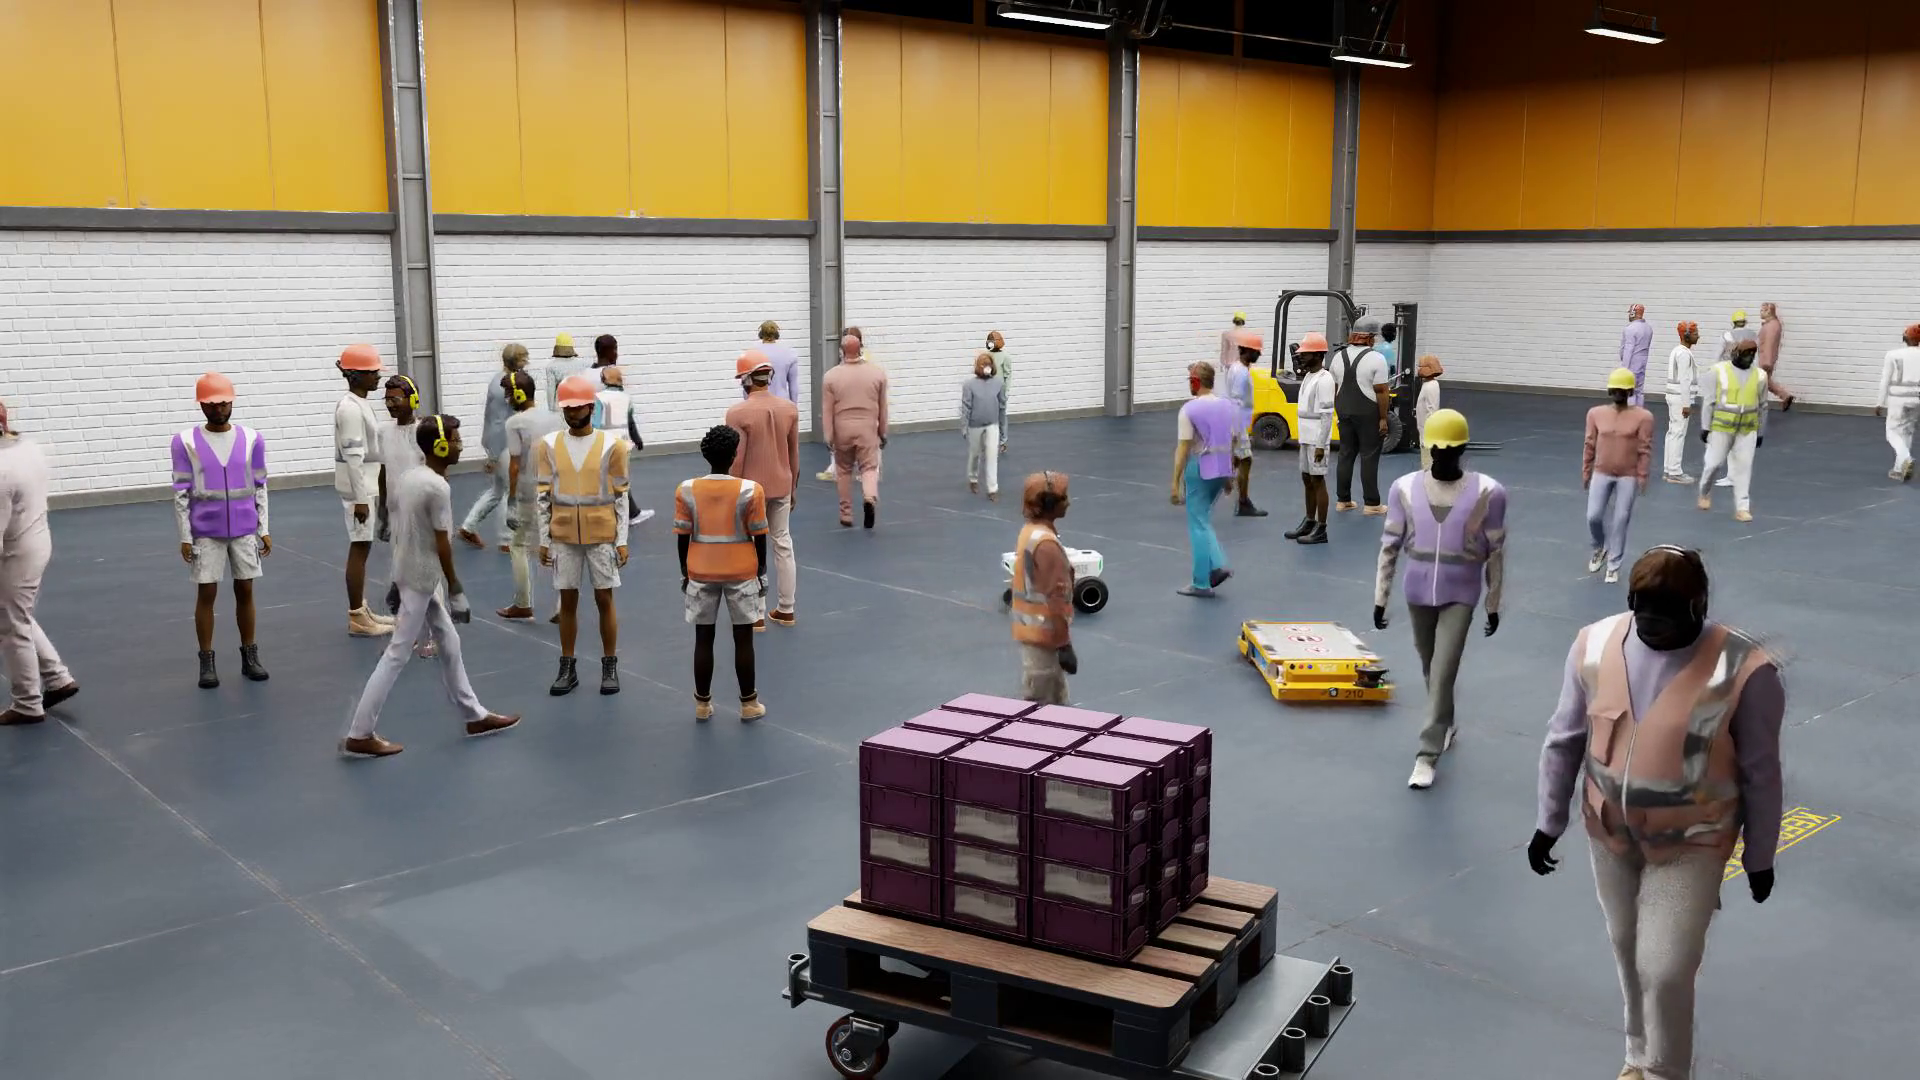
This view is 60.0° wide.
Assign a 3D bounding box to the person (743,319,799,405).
[{"bbox_3d":[-2.101,-1.469,18.439,0.629,1.940,0.377,-3,10,-15],"label":"person"}]

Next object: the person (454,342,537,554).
[{"bbox_3d":[-4.122,-0.801,14.678,0.728,1.900,0.650,-2,10,-11],"label":"person"}]

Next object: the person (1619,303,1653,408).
[{"bbox_3d":[10.390,-2.692,25.696,0.650,1.907,0.409,-8,13,-40],"label":"person"}]

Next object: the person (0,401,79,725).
[{"bbox_3d":[-5.289,0.130,9.276,0.425,1.885,0.694,-2,10,-13],"label":"person"}]

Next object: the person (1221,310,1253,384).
[{"bbox_3d":[4.555,-2.900,27.357,0.539,1.750,0.421,3,10,16],"label":"person"}]

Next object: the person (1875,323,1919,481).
[{"bbox_3d":[11.062,-1.595,19.398,0.577,1.863,0.780,1,10,8],"label":"person"}]

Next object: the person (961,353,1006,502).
[{"bbox_3d":[0.254,-1.247,18.181,0.508,1.602,0.866,-2,10,-9],"label":"person"}]

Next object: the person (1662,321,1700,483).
[{"bbox_3d":[8.427,-1.605,19.403,0.356,1.883,0.574,2,10,13],"label":"person"}]

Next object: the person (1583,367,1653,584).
[{"bbox_3d":[5.299,-0.524,13.447,0.519,1.751,0.399,5,11,29],"label":"person"}]

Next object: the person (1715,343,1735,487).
[{"bbox_3d":[8.873,-1.427,19.062,0.310,1.642,0.514,5,11,29],"label":"person"}]

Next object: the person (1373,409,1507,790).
[{"bbox_3d":[2.463,0.256,8.540,0.607,1.879,1.001,6,11,30],"label":"person"}]

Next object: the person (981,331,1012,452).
[{"bbox_3d":[0.464,-1.998,22.426,0.499,1.633,0.285,7,12,34],"label":"person"}]

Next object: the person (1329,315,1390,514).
[{"bbox_3d":[4.159,-1.294,17.115,0.537,2.000,0.680,-8,13,-39],"label":"person"}]

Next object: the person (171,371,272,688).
[{"bbox_3d":[-4.520,-0.069,10.241,0.547,1.938,0.378,-7,12,-34],"label":"person"}]

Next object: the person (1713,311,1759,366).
[{"bbox_3d":[12.234,-2.725,26.259,0.614,1.780,0.953,1,10,8],"label":"person"}]

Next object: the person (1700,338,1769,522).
[{"bbox_3d":[7.783,-1.124,16.745,0.659,1.825,0.696,1,10,6],"label":"person"}]

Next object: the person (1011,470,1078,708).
[{"bbox_3d":[0.400,0.477,8.012,0.495,1.643,0.524,-1,10,-4],"label":"person"}]

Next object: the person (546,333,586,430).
[{"bbox_3d":[-4.606,-1.549,19.482,0.487,1.744,0.294,-6,12,-33],"label":"person"}]

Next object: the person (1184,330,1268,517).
[{"bbox_3d":[2.704,-1.168,16.801,0.802,1.901,0.586,1,10,8],"label":"person"}]

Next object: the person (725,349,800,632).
[{"bbox_3d":[-1.406,-0.346,11.724,0.611,1.986,0.392,-9,13,-42],"label":"person"}]

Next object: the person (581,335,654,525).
[{"bbox_3d":[-3.283,-1.020,15.966,0.939,1.878,0.600,-8,13,-39],"label":"person"}]

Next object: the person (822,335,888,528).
[{"bbox_3d":[-1.007,-1.029,16.029,0.653,1.881,0.723,-1,10,-7],"label":"person"}]

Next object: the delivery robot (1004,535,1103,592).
[{"bbox_3d":[0.691,0.205,12.408,0.707,0.478,0.477,-2,10,-10],"label":"delivery robot"}]

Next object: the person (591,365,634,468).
[{"bbox_3d":[-3.275,-0.836,15.639,0.353,1.617,0.546,7,12,37],"label":"person"}]

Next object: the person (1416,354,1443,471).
[{"bbox_3d":[4.797,-1.088,17.099,0.264,1.632,0.508,3,10,15],"label":"person"}]

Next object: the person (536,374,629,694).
[{"bbox_3d":[-2.265,-0.026,9.995,0.552,1.937,0.356,0,10,-2],"label":"person"}]

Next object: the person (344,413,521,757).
[{"bbox_3d":[-2.862,0.237,8.850,0.964,1.813,0.509,-5,11,-28],"label":"person"}]

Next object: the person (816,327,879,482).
[{"bbox_3d":[-1.328,-1.568,19.390,0.842,1.809,0.629,2,10,12],"label":"person"}]

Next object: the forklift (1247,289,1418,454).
[{"bbox_3d":[5.034,-2.339,22.783,2.313,2.155,1.214,3,10,16],"label":"forklift"}]

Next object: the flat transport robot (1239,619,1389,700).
[{"bbox_3d":[2.191,0.731,10.431,0.652,0.197,1.431,0,10,0],"label":"flat transport robot"}]

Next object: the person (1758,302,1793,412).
[{"bbox_3d":[13.428,-2.998,27.534,0.645,1.885,0.653,7,12,34],"label":"person"}]

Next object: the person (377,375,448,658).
[{"bbox_3d":[-3.611,-0.154,10.950,0.535,1.866,0.309,3,10,16],"label":"person"}]

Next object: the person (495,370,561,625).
[{"bbox_3d":[-3.078,-0.295,11.881,0.827,1.823,0.624,7,12,35],"label":"person"}]

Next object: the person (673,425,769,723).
[{"bbox_3d":[-1.336,0.197,9.389,0.541,1.696,0.315,1,10,4],"label":"person"}]

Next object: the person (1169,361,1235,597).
[{"bbox_3d":[1.873,-0.462,12.880,0.656,1.820,0.446,-9,13,-43],"label":"person"}]

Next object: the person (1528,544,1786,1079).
[{"bbox_3d":[2.041,0.903,4.957,0.712,1.808,0.631,-8,12,-39],"label":"person"}]

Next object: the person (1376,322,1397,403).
[{"bbox_3d":[6.125,-2.278,23.897,0.377,1.685,0.532,0,10,-1],"label":"person"}]

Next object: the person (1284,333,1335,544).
[{"bbox_3d":[3.231,-0.932,15.300,0.358,1.937,0.549,-2,10,-9],"label":"person"}]

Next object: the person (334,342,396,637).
[{"bbox_3d":[-4.135,-0.350,11.579,0.396,2.042,0.610,-3,10,-15],"label":"person"}]
